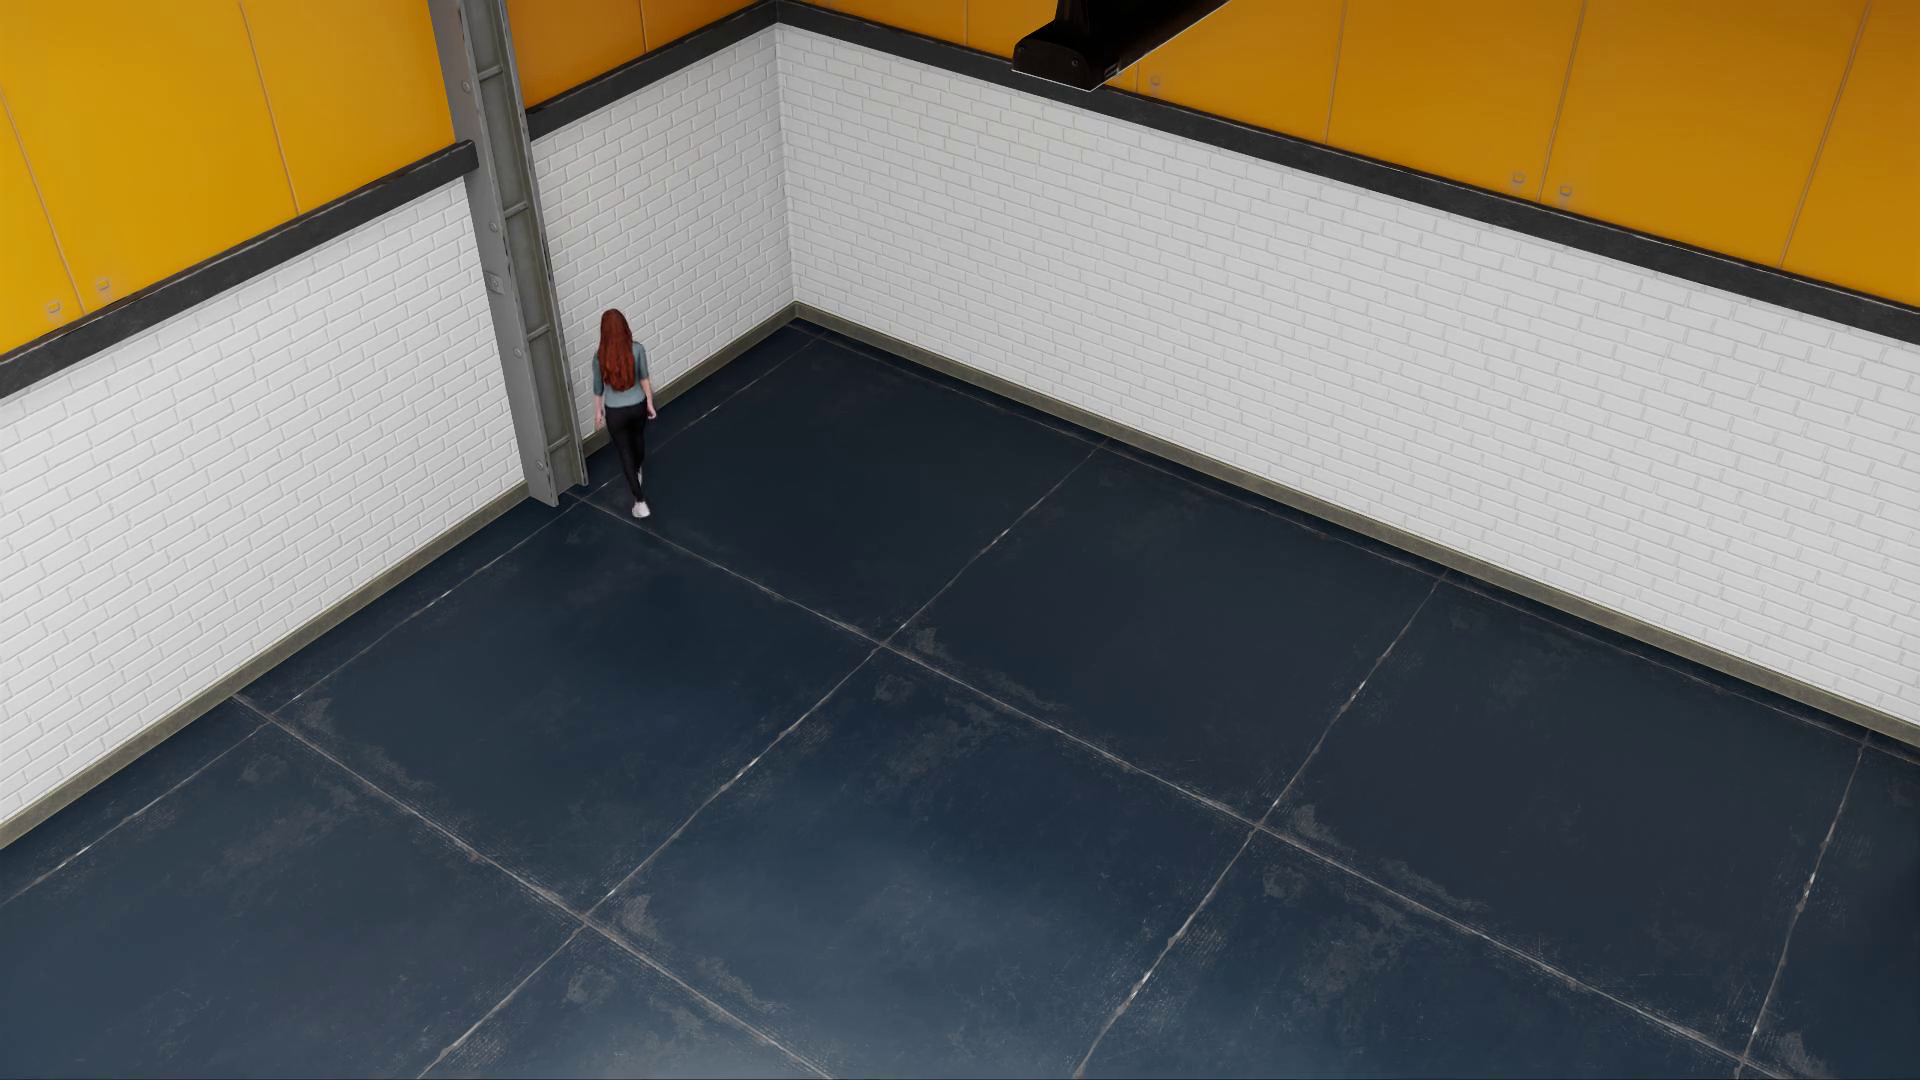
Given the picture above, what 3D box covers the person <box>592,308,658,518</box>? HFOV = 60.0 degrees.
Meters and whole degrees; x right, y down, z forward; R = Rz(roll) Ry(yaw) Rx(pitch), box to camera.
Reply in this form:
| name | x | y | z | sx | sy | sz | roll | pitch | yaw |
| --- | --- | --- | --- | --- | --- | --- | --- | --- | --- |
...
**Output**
| name | x | y | z | sx | sy | sz | roll | pitch | yaw |
| --- | --- | --- | --- | --- | --- | --- | --- | --- | --- |
| person | -2.536 | -0.938 | 12.680 | 1.089 | 1.713 | 1.028 | -15 | 41 | -18 |
